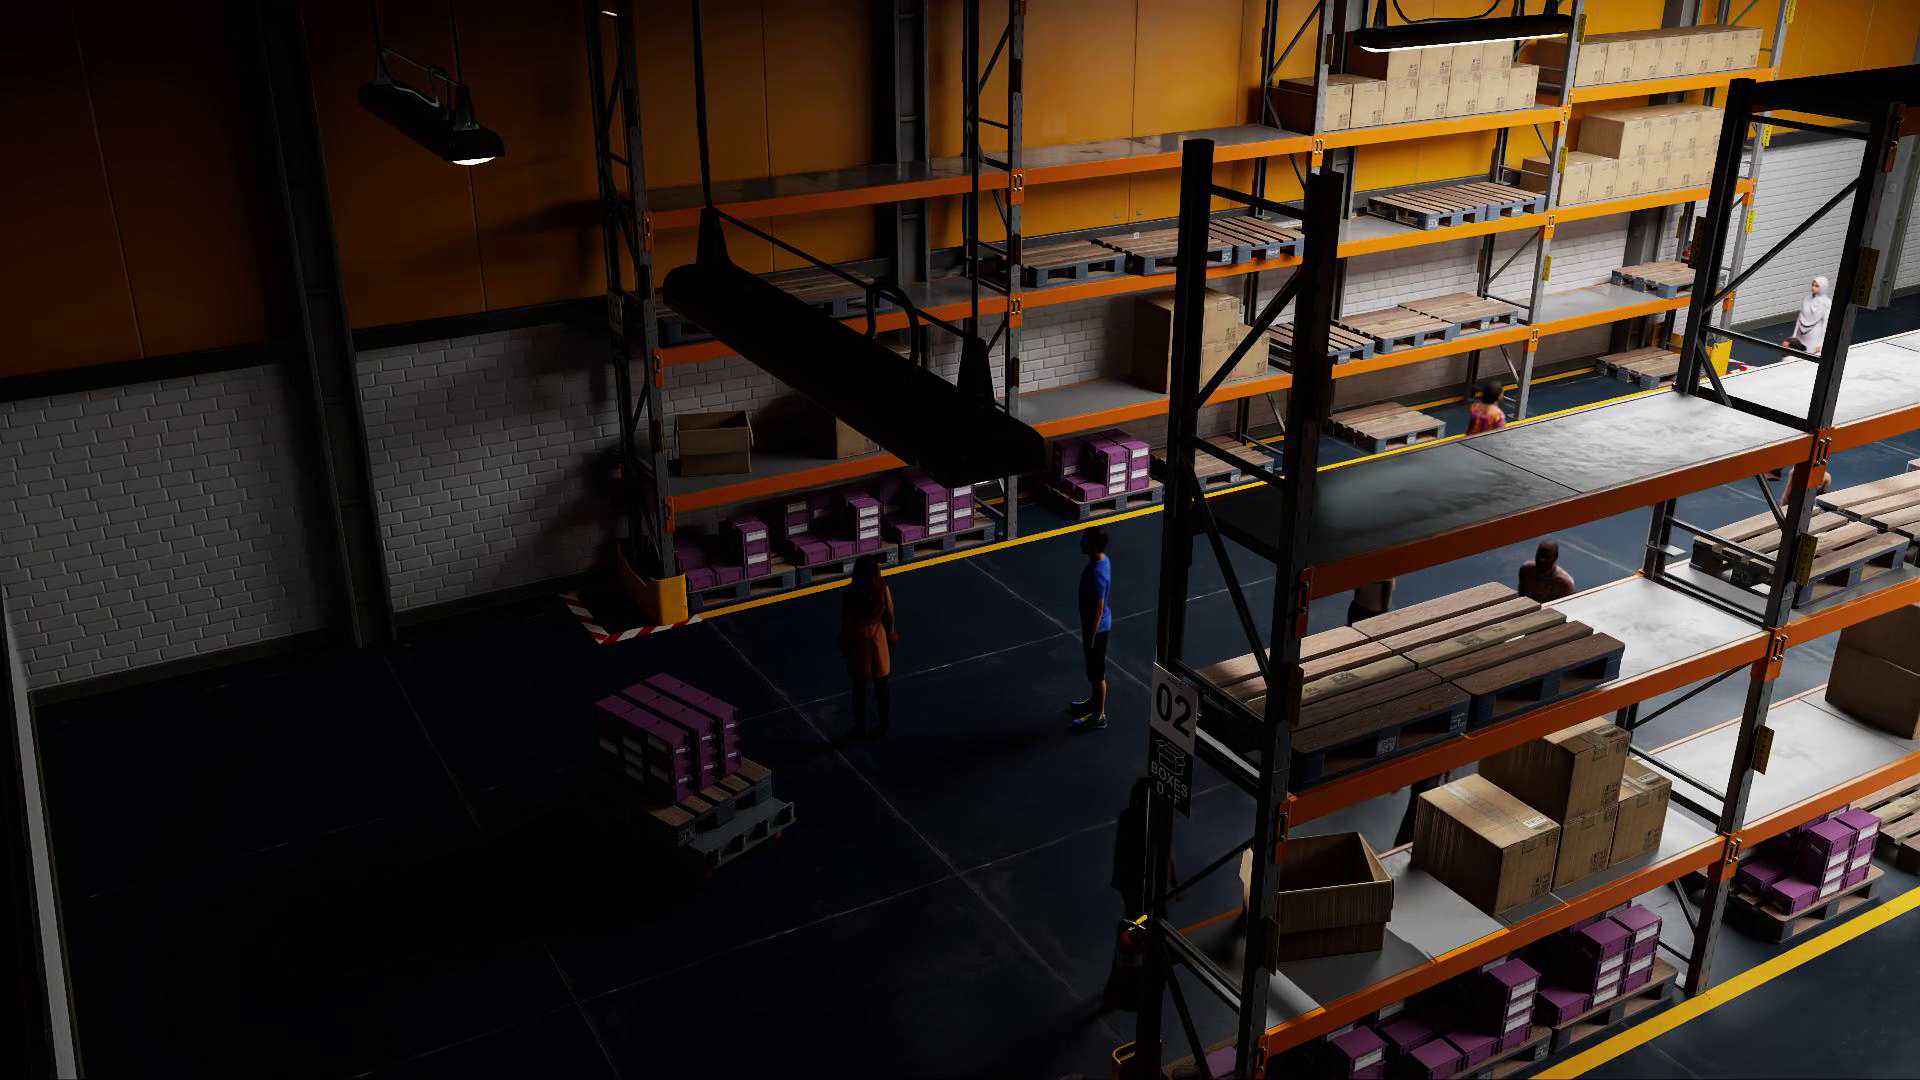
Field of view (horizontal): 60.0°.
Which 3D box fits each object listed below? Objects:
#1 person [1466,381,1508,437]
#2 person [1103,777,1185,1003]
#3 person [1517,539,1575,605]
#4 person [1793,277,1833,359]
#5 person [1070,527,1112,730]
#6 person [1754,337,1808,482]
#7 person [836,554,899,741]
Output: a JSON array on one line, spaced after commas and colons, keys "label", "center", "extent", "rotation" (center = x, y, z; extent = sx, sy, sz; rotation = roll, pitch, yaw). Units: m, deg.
[{"label": "person", "center": [5.849, -1.007, 18.752], "extent": [1.182, 1.676, 0.765], "rotation": [-17, 29, -34]}, {"label": "person", "center": [1.133, 2.365, 11.066], "extent": [1.051, 1.653, 0.670], "rotation": [-18, 29, -35]}, {"label": "person", "center": [5.101, 0.784, 14.538], "extent": [1.178, 1.769, 0.876], "rotation": [-20, 31, -39]}, {"label": "person", "center": [11.486, -2.690, 22.477], "extent": [0.547, 1.775, 0.624], "rotation": [-11, 26, -24]}, {"label": "person", "center": [1.184, 0.748, 14.497], "extent": [0.730, 1.869, 0.704], "rotation": [1, 24, 3]}, {"label": "person", "center": [9.880, -1.587, 19.982], "extent": [0.799, 1.753, 0.747], "rotation": [5, 24, 11]}, {"label": "person", "center": [-0.793, 0.912, 14.307], "extent": [0.650, 1.720, 0.824], "rotation": [-5, 24, -11]}]
